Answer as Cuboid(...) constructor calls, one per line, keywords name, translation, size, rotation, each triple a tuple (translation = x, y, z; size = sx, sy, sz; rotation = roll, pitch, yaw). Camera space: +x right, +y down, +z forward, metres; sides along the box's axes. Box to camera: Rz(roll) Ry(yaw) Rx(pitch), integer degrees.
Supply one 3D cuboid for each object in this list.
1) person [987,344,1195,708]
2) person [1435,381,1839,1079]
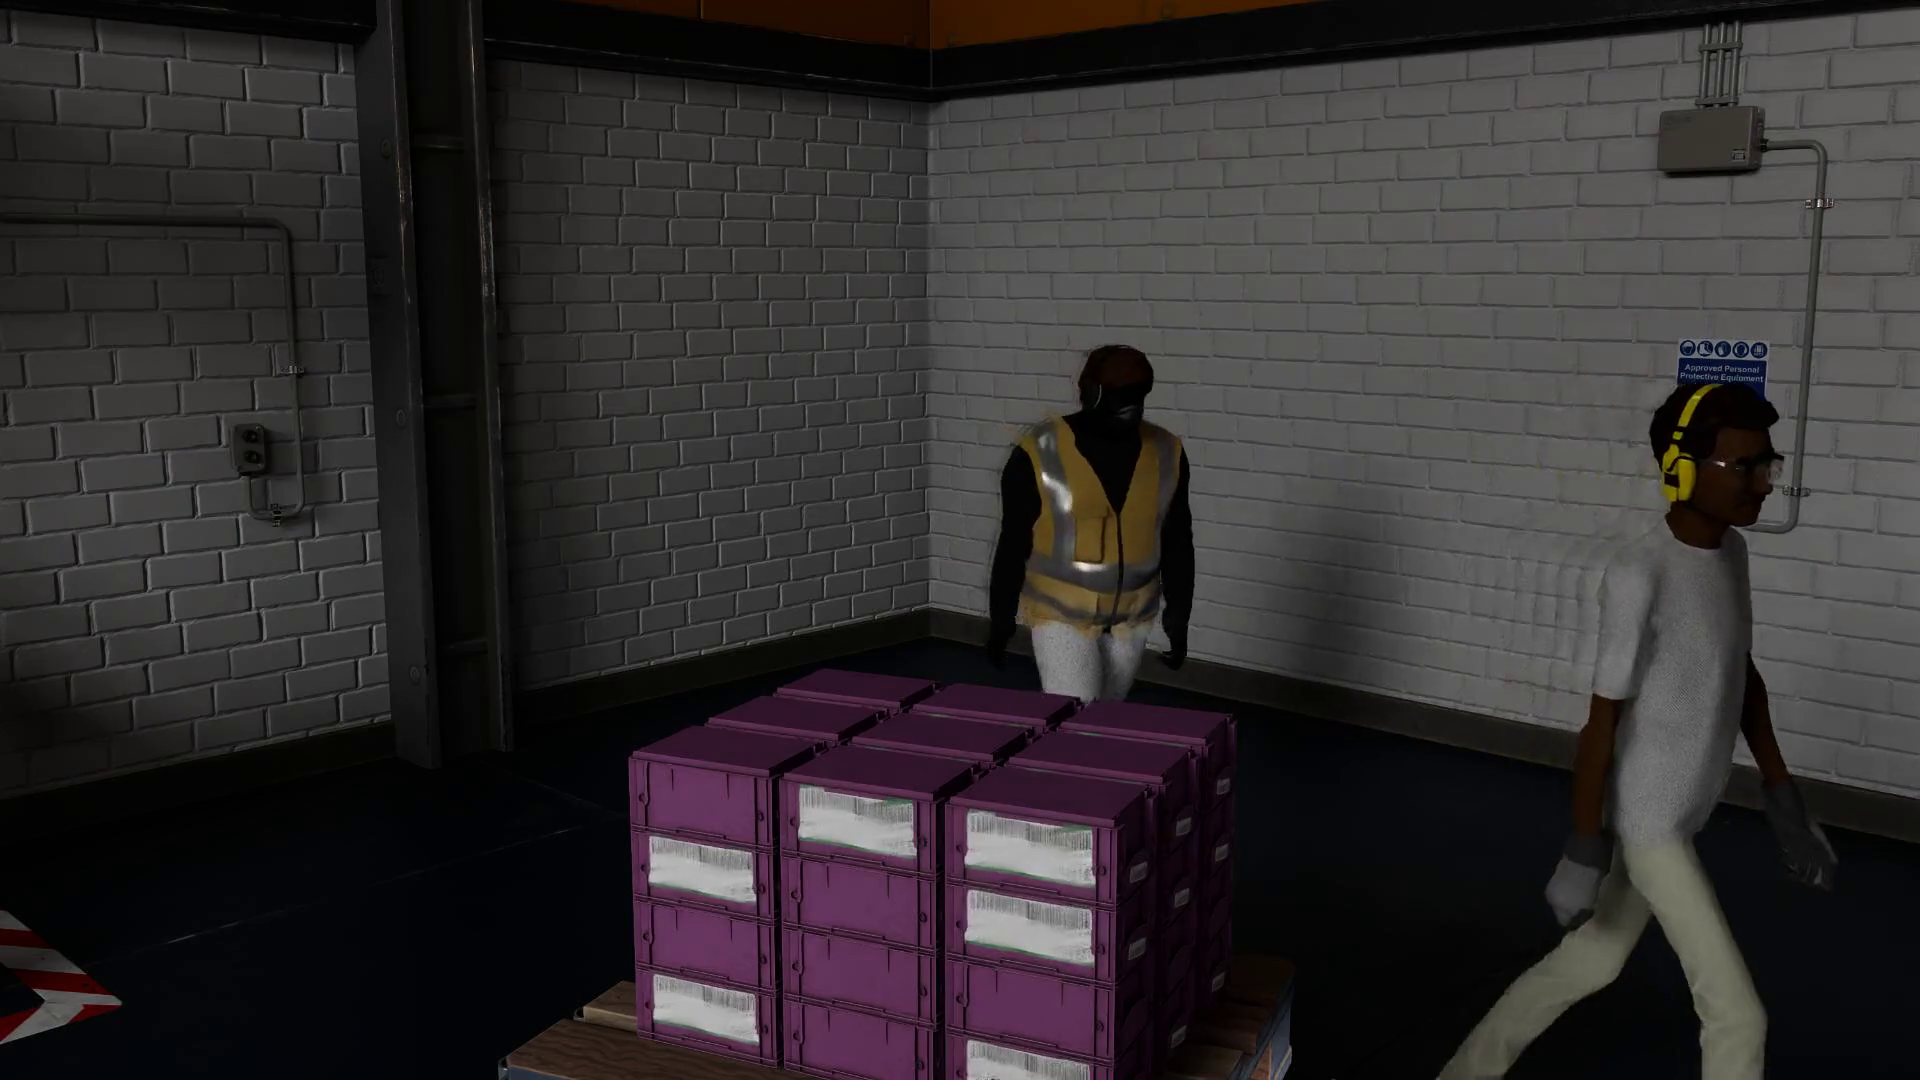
Cuboid(name="person", translation=(0.425, 0.256, 5.441), size=(0.661, 1.788, 0.986), rotation=(-3, 10, -19))
Cuboid(name="person", translation=(1.419, 0.572, 3.434), size=(0.999, 1.814, 0.527), rotation=(7, 12, 38))
